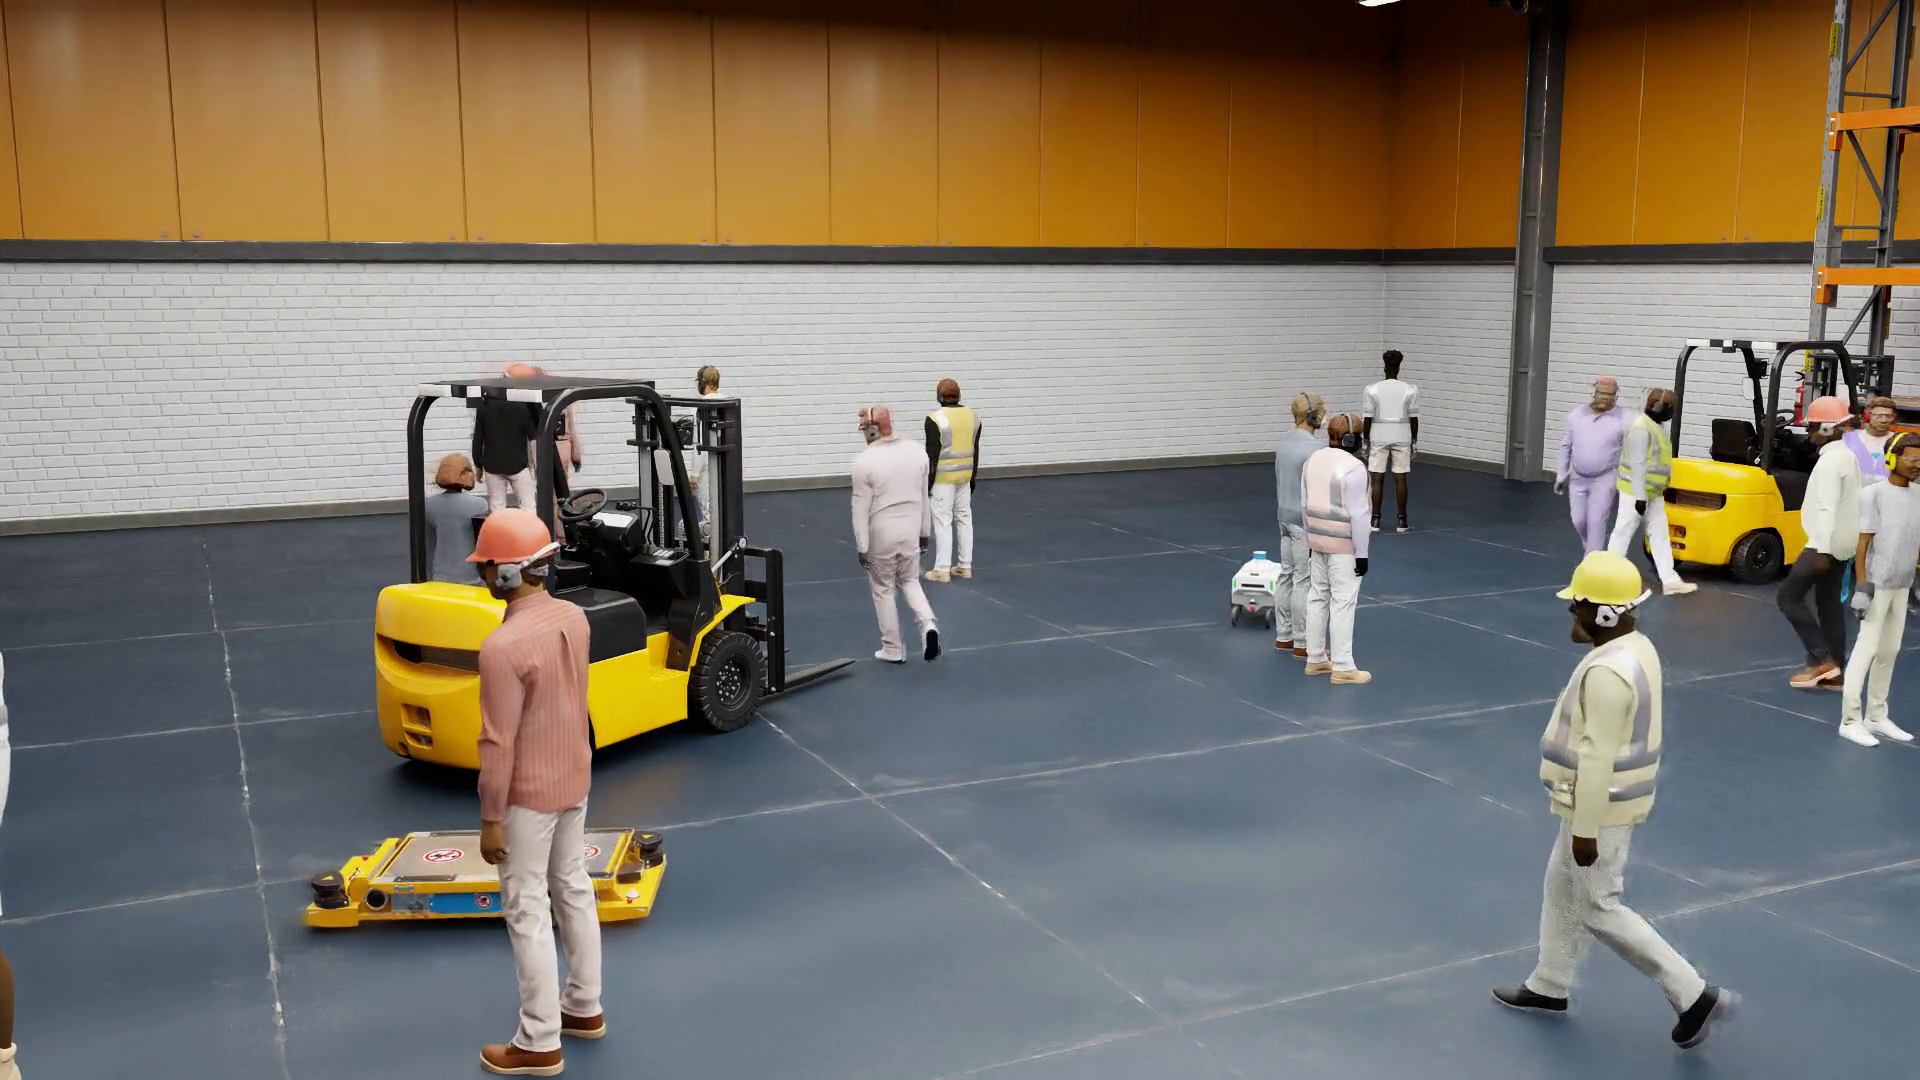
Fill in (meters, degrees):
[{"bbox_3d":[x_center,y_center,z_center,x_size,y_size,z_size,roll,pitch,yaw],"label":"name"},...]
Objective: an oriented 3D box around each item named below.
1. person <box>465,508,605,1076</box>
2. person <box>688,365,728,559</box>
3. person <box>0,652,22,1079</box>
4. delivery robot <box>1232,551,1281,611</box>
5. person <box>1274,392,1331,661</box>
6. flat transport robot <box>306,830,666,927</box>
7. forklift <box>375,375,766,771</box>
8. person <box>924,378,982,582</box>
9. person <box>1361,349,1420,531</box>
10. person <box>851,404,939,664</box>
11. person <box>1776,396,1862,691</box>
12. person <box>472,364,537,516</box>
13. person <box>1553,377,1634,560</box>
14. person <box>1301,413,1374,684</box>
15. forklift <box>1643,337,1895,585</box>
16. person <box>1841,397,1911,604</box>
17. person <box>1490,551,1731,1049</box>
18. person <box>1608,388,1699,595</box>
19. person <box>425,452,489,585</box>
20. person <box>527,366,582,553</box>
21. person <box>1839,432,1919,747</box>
[{"bbox_3d":[-1.505,0.871,5.853,0.401,1.987,0.622,3,10,17],"label":"person"},{"bbox_3d":[-2.297,-0.658,15.483,0.354,1.937,0.635,5,11,30],"label":"person"},{"bbox_3d":[-3.378,0.910,5.428,0.615,2.042,0.372,4,10,23],"label":"person"},{"bbox_3d":[2.395,0.334,13.318,0.477,0.478,0.707,3,10,18],"label":"delivery robot"},{"bbox_3d":[2.487,-0.101,12.030,0.372,1.940,0.631,-2,9,-14],"label":"person"},{"bbox_3d":[-2.060,1.483,7.360,1.431,0.197,0.652,0,9,-3],"label":"flat transport robot"},{"bbox_3d":[-2.268,0.149,9.685,1.214,2.155,2.313,6,11,32],"label":"forklift"},{"bbox_3d":[-0.103,-0.546,15.086,0.637,1.842,0.429,-8,12,-42],"label":"person"},{"bbox_3d":[4.636,-1.067,17.934,0.600,1.967,0.367,2,9,11],"label":"person"},{"bbox_3d":[-0.464,-0.019,11.699,0.672,1.878,0.576,-6,11,-31],"label":"person"},{"bbox_3d":[5.735,0.034,11.062,0.462,1.974,0.661,7,12,38],"label":"person"},{"bbox_3d":[-4.178,-0.651,15.417,0.702,1.953,0.533,0,9,1],"label":"person"},{"bbox_3d":[5.761,-0.554,15.080,0.638,1.861,0.908,8,12,42],"label":"person"},{"bbox_3d":[2.597,0.052,11.378,0.429,1.841,0.633,-4,10,-23],"label":"person"},{"bbox_3d":[7.551,-0.789,15.507,2.313,2.155,1.214,-4,10,-25],"label":"forklift"},{"bbox_3d":[7.201,-0.226,13.171,0.571,1.829,0.414,4,10,23],"label":"person"},{"bbox_3d":[2.378,0.937,6.003,0.780,1.808,0.603,5,10,29],"label":"person"},{"bbox_3d":[5.986,-0.403,14.326,0.875,1.791,0.667,8,12,40],"label":"person"},{"bbox_3d":[-3.259,0.231,10.918,0.522,1.617,0.425,2,9,14],"label":"person"},{"bbox_3d":[-4.081,-0.780,16.467,0.492,1.871,0.713,4,10,25],"label":"person"},{"bbox_3d":[5.507,0.285,9.861,0.533,1.865,0.310,-4,10,-23],"label":"person"}]
